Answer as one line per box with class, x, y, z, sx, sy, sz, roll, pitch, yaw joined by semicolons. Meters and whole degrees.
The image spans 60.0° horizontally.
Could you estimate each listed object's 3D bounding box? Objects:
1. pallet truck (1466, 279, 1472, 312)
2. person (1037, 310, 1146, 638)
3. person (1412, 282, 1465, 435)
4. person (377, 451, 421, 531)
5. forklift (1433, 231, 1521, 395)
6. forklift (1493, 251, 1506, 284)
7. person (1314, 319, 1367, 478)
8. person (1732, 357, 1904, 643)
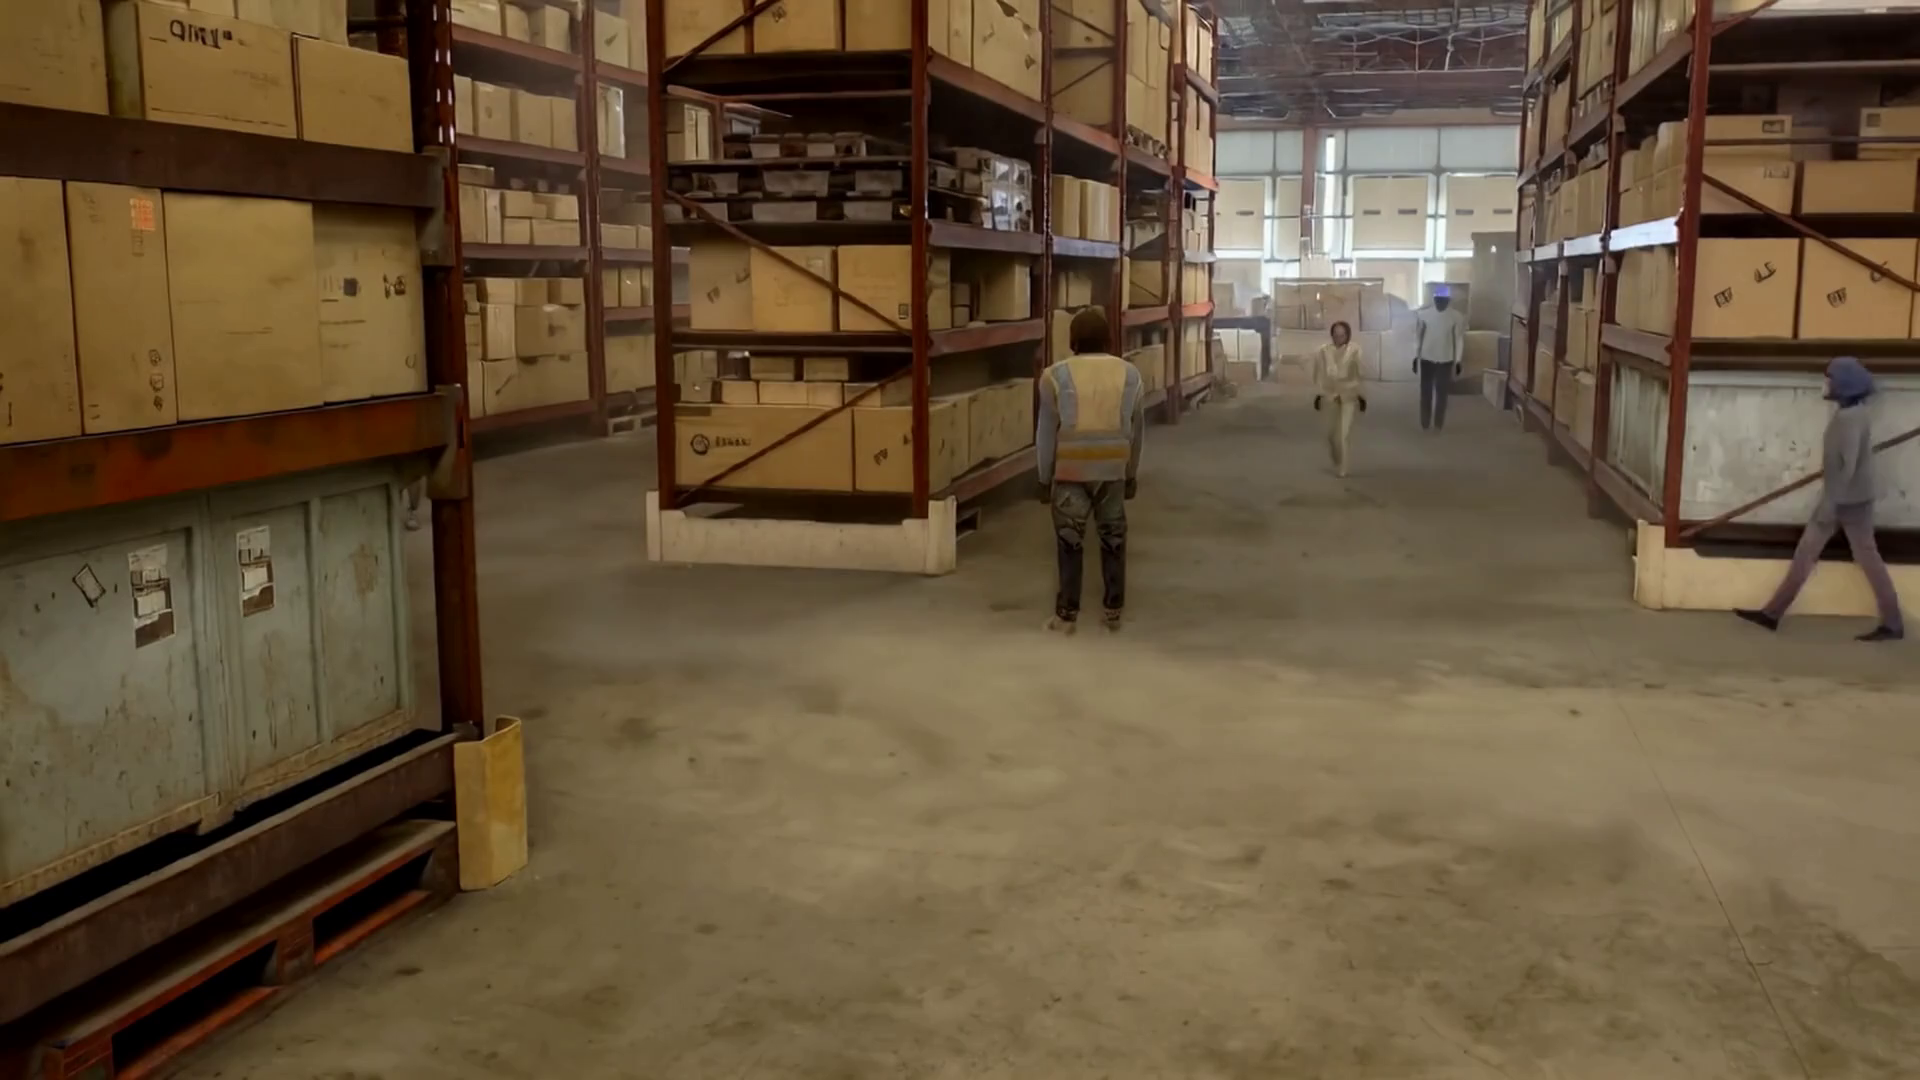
pallet truck;18.896;-8.459;60.307;1.885;1.965;0.823;5;10;31
person;0.724;-0.369;9.396;0.633;1.846;0.429;-2;9;-15
person;6.107;-2.300;21.264;0.654;1.964;0.836;3;9;18
person;-4.553;-1.055;13.161;0.390;2.034;0.605;7;11;38
forklift;9.325;-3.983;29.078;1.873;2.768;1.129;-5;10;-30
forklift;16.034;-7.060;48.626;1.129;2.768;1.873;1;9;9
person;3.892;-1.451;16.971;0.548;1.615;0.484;5;10;27
person;4.869;-0.220;9.274;0.881;1.583;0.518;2;9;15
